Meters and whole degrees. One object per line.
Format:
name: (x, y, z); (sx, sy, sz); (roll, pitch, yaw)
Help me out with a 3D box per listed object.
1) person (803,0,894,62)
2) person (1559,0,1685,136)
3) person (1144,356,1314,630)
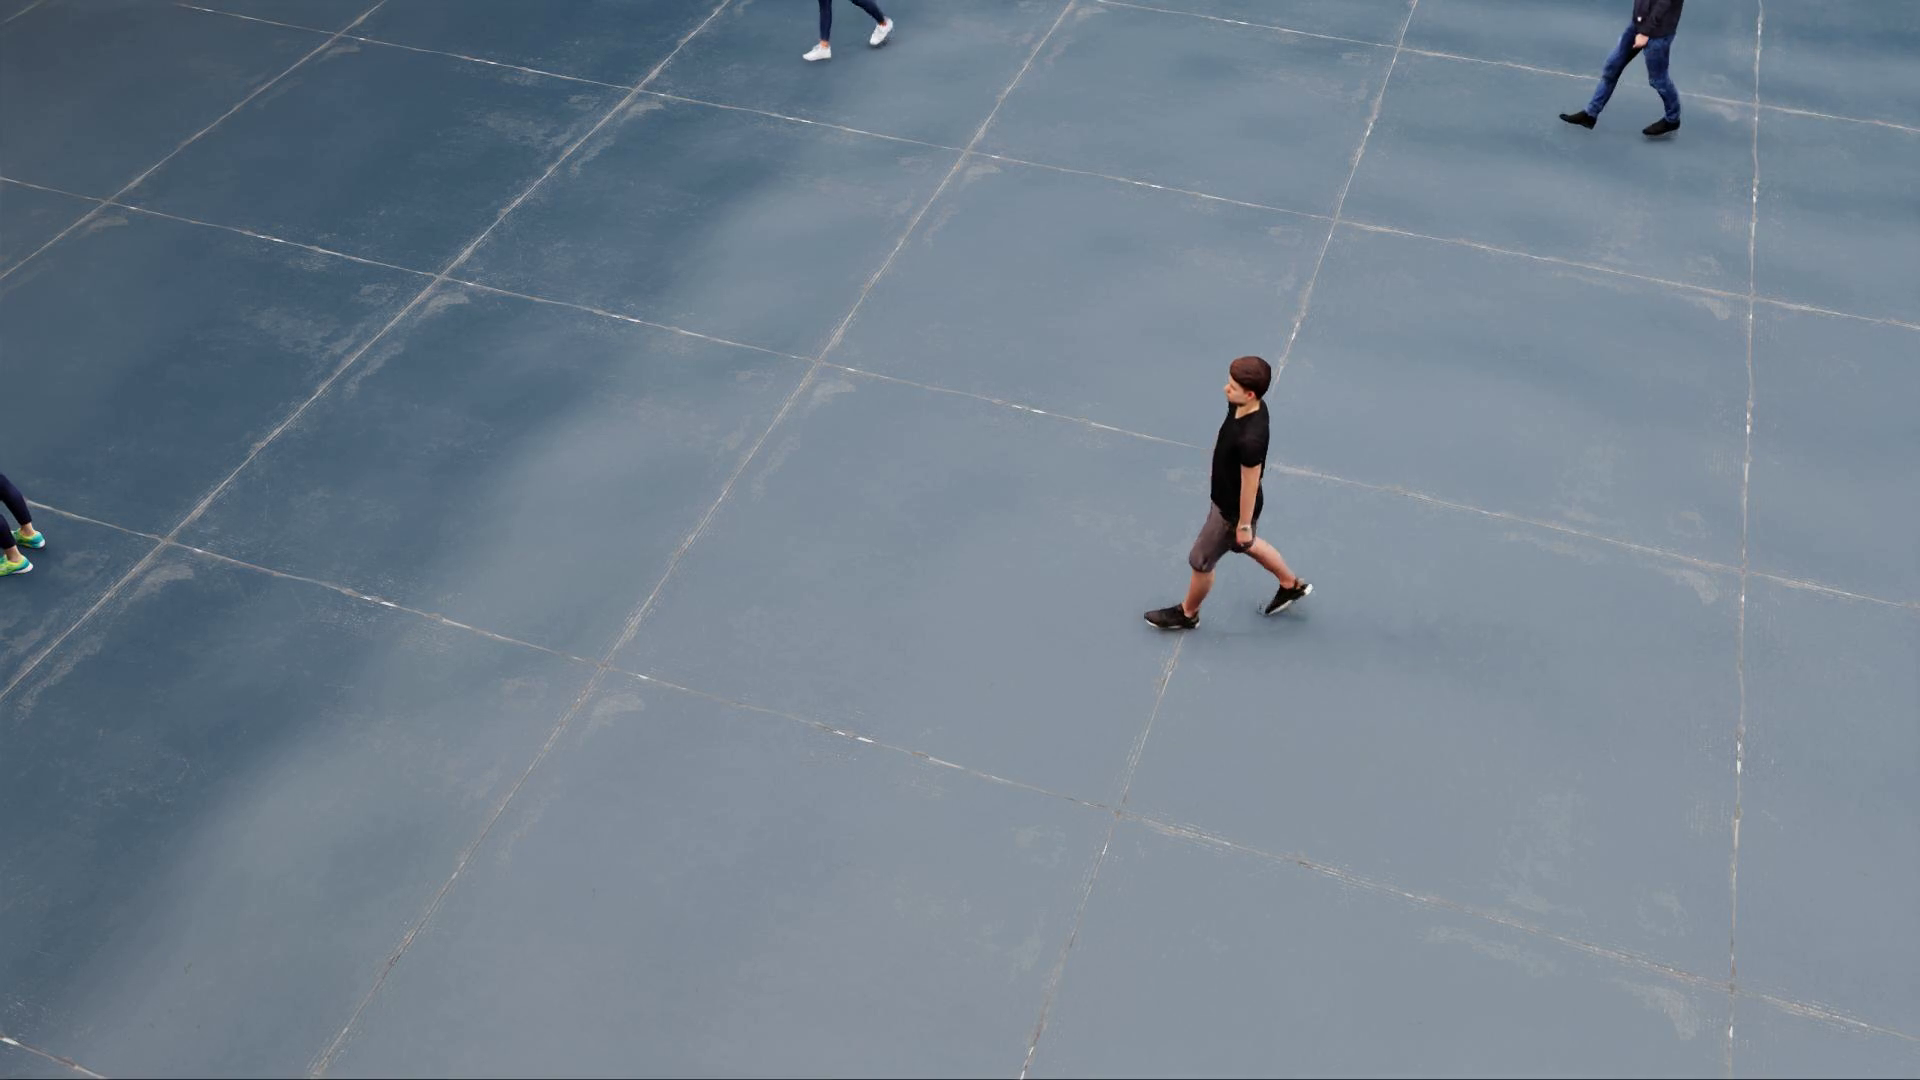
person: (-0.919, -4.937, 14.083); (1.088, 1.741, 1.135); (-26, 49, -25)
person: (5.506, -3.980, 12.982); (1.276, 1.846, 0.953); (1, 43, 2)
person: (1.578, -0.214, 8.954); (1.265, 1.838, 0.931); (2, 43, 2)
